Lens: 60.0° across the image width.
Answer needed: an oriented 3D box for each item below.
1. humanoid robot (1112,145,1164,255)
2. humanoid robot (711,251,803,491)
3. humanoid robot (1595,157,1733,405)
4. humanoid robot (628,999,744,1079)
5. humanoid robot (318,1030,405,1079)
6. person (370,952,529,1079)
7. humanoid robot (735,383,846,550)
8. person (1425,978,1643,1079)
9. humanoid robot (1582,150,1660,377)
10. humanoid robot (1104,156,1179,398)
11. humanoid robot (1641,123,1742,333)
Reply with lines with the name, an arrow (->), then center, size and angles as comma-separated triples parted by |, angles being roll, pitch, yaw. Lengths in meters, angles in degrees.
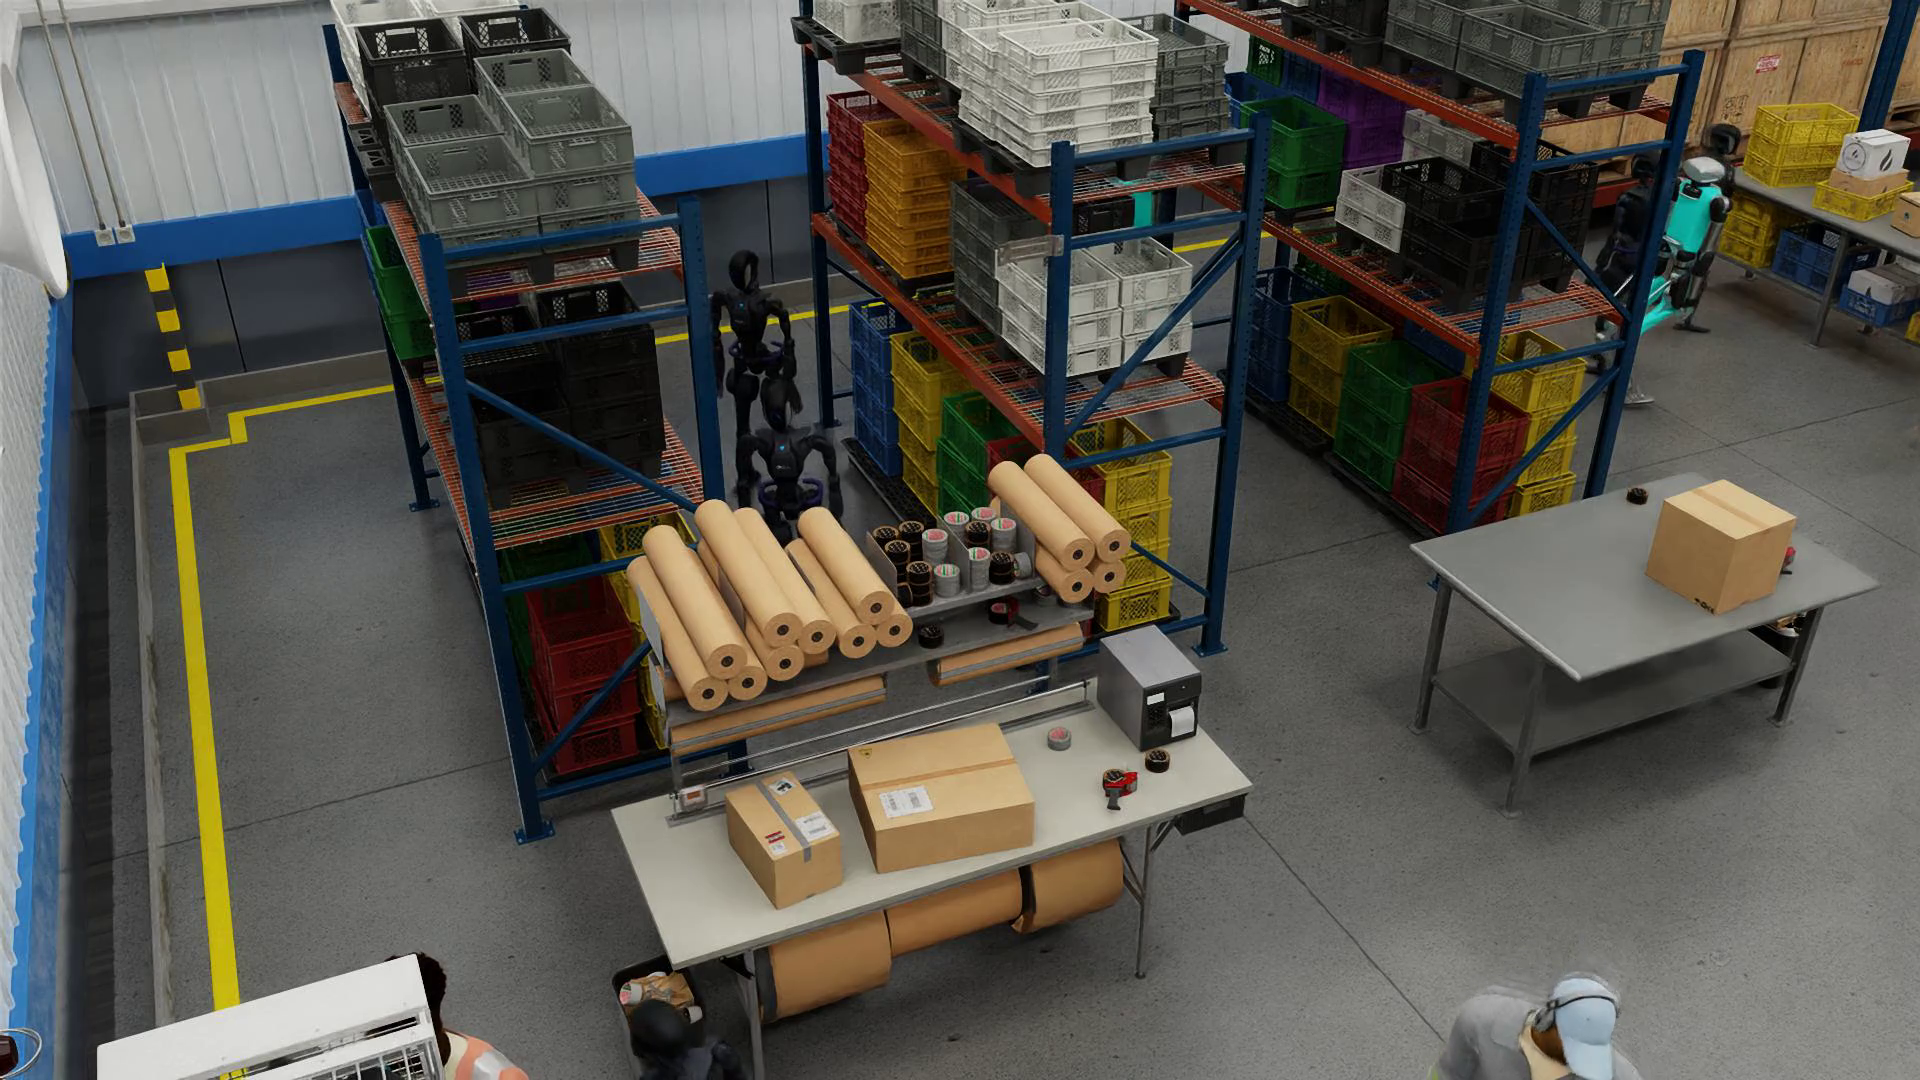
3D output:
humanoid robot -> 1.143, -2.152, 12.088 | 0.575, 1.787, 0.837 | 25, 39, 34
humanoid robot -> -1.242, -1.015, 10.274 | 0.602, 1.651, 0.326 | 11, 33, 17
humanoid robot -> 4.677, -1.731, 11.293 | 0.743, 1.693, 0.531 | -10, 33, -16
humanoid robot -> -0.829, 2.093, 5.228 | 0.348, 1.644, 0.585 | 23, 38, 32
humanoid robot -> -1.885, 2.038, 5.211 | 0.530, 1.728, 0.747 | -25, 39, -34
person -> -1.546, 2.011, 5.087 | 0.605, 1.965, 0.368 | 10, 33, 15
humanoid robot -> -0.878, -0.123, 8.879 | 0.595, 1.619, 0.783 | -1, 32, -1
person -> 1.735, 1.980, 5.274 | 0.644, 1.818, 0.474 | 19, 37, 28
humanoid robot -> 4.672, -1.964, 11.812 | 0.600, 1.656, 0.370 | -24, 39, -34
humanoid robot -> 1.302, -1.749, 11.416 | 0.544, 1.804, 0.645 | -26, 40, -35
humanoid robot -> 5.470, -2.321, 12.410 | 0.582, 1.640, 0.608 | 12, 34, 19
